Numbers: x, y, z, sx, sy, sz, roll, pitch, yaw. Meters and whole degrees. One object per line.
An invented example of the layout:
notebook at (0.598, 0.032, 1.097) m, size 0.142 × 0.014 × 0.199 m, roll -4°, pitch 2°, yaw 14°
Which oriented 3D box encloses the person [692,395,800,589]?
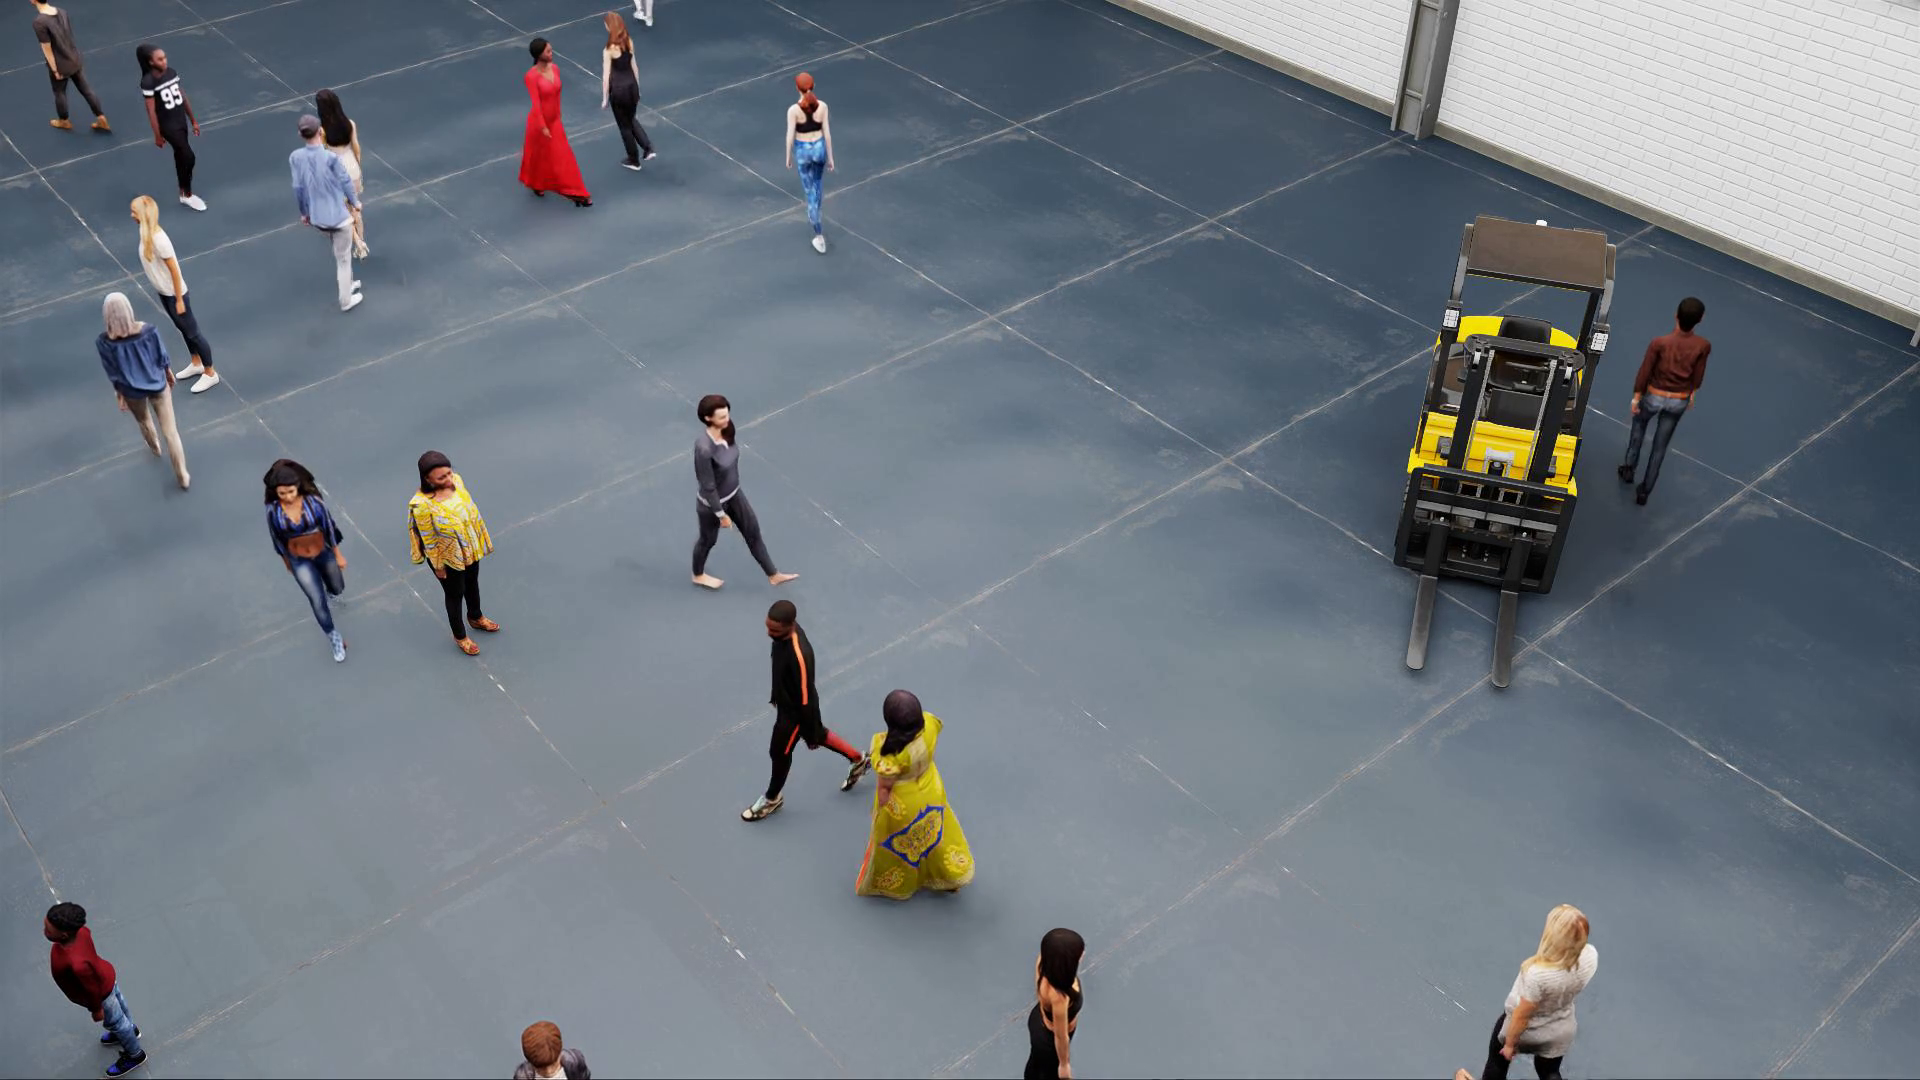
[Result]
person at (-1.830, -0.319, 12.059) m, size 1.163 × 1.731 × 0.970 m, roll 12°, pitch 40°, yaw 15°

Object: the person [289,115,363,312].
person at (-5.801, -2.940, 15.233) m, size 0.823 × 1.866 × 0.879 m, roll 9°, pitch 40°, yaw 11°

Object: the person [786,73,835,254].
person at (-1.424, -3.638, 16.207) m, size 0.814 × 1.752 × 1.102 m, roll -13°, pitch 40°, yaw -16°

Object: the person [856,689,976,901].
person at (-0.281, 1.521, 9.822) m, size 0.889 × 1.659 × 0.859 m, roll 29°, pitch 47°, yaw 31°

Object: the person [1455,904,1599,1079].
person at (2.999, 2.531, 8.433) m, size 0.838 × 1.803 × 1.151 m, roll -14°, pitch 41°, yaw -17°

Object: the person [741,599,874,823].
person at (-0.924, 1.009, 10.369) m, size 0.969 × 1.766 × 1.191 m, roll -12°, pitch 40°, yaw -15°

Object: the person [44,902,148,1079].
person at (-4.697, 2.405, 9.029) m, size 0.606 × 1.256 × 0.485 m, roll -18°, pitch 42°, yaw -21°

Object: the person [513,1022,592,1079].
person at (-1.978, 2.884, 8.277) m, size 0.574 × 1.446 × 0.556 m, roll -19°, pitch 42°, yaw -22°

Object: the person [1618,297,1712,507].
person at (5.484, -1.028, 12.924) m, size 0.818 × 1.761 × 0.886 m, roll 11°, pitch 40°, yaw 13°

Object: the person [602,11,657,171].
person at (-3.475, -4.690, 17.534) m, size 0.780 × 1.729 × 0.692 m, roll 24°, pitch 45°, yaw 27°

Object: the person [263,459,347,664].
person at (-4.530, 0.085, 11.655) m, size 0.810 × 1.605 × 1.023 m, roll -12°, pitch 40°, yaw -15°

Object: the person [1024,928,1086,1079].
person at (0.465, 2.542, 8.547) m, size 0.688 × 1.643 × 0.583 m, roll -6°, pitch 39°, yaw -8°

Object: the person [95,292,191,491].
person at (-6.412, -1.134, 13.143) m, size 0.747 × 1.663 × 1.077 m, roll -20°, pitch 43°, yaw -23°

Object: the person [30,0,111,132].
person at (-9.811, -5.284, 18.312) m, size 1.049 × 1.686 × 0.857 m, roll 16°, pitch 41°, yaw 19°

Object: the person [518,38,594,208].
person at (-4.291, -4.238, 16.981) m, size 1.236 × 1.724 × 0.795 m, roll 26°, pitch 45°, yaw 28°

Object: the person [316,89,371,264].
person at (-5.868, -3.436, 15.973) m, size 0.691 × 1.718 × 0.593 m, roll 31°, pitch 48°, yaw 33°

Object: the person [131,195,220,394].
person at (-6.738, -2.125, 14.259) m, size 0.649 × 1.809 × 0.441 m, roll -29°, pitch 47°, yaw -31°

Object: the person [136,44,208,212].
person at (-8.090, -4.213, 16.946) m, size 0.787 × 1.719 × 0.736 m, roll 9°, pitch 40°, yaw 12°

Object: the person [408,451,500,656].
person at (-3.546, 0.066, 11.638) m, size 0.915 × 1.655 × 0.866 m, roll 13°, pitch 40°, yaw 15°
